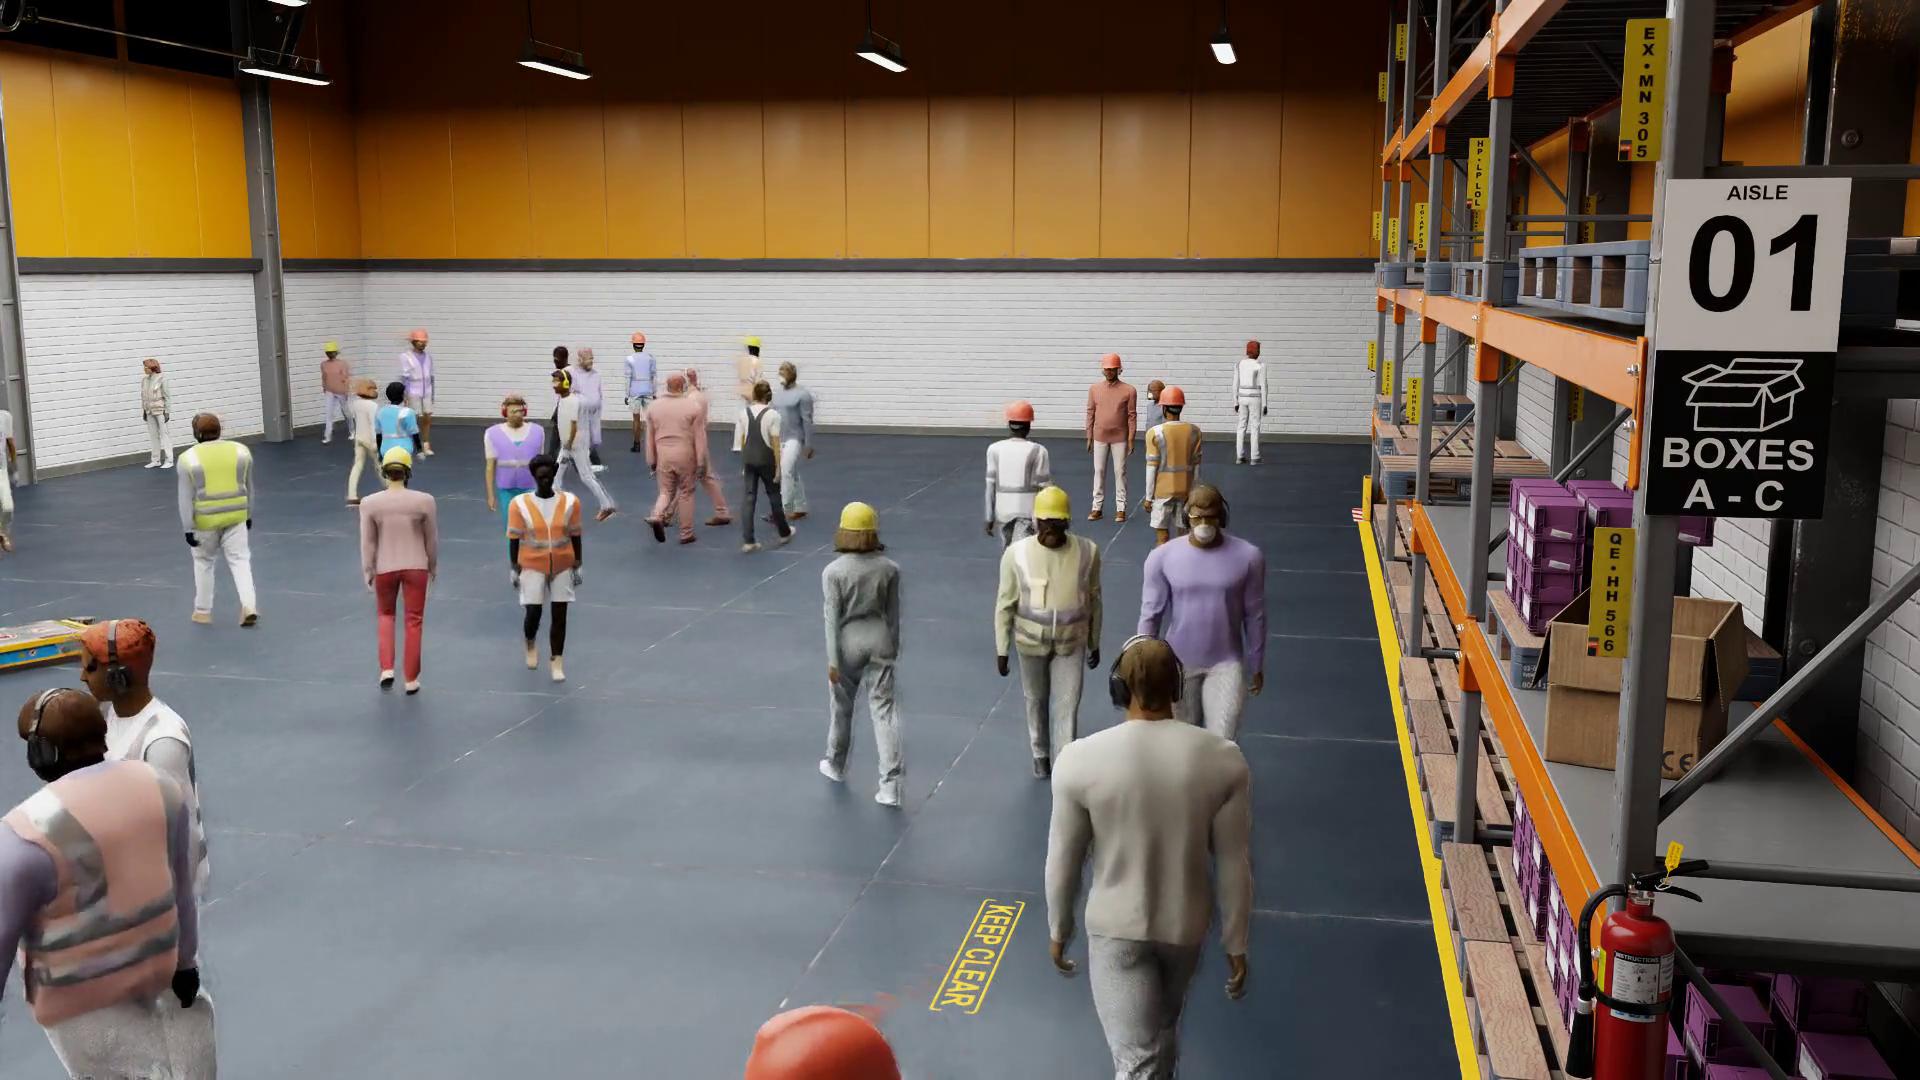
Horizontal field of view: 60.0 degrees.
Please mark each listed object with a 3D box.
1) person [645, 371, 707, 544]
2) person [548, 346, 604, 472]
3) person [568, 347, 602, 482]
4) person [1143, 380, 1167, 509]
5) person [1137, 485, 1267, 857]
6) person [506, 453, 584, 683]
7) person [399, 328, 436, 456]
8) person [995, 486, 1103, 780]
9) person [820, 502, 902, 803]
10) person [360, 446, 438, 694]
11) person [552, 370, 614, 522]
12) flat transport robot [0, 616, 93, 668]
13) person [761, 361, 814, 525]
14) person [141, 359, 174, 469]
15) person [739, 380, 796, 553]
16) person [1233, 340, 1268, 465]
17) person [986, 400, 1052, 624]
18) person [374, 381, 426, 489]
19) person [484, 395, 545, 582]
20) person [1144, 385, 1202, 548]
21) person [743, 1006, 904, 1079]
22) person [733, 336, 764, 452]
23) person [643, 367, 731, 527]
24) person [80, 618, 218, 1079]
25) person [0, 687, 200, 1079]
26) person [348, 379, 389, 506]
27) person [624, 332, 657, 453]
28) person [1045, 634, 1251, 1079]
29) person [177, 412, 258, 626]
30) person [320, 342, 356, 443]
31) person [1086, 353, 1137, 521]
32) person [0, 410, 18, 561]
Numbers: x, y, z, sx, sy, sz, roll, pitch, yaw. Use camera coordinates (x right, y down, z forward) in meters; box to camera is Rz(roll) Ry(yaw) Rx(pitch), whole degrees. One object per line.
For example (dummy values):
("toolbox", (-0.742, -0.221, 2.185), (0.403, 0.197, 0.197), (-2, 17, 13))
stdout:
("person", (-3.079, -0.864, 17.906), (0.656, 1.885, 0.622), (2, 10, 14))
("person", (-5.682, -1.884, 24.152), (0.994, 1.860, 0.576), (-4, 10, -22))
("person", (-5.298, -1.764, 23.332), (0.657, 1.882, 0.643), (7, 12, 37))
("person", (2.439, -1.157, 20.451), (0.300, 1.625, 0.497), (-5, 11, -26))
("person", (1.237, 0.678, 8.552), (0.663, 1.894, 0.966), (2, 10, 9))
("person", (-3.015, 0.192, 12.110), (0.544, 1.681, 0.407), (-4, 10, -25))
("person", (-8.587, -2.333, 26.309), (0.583, 2.028, 0.633), (9, 13, 42))
("person", (0.509, 0.580, 9.501), (0.619, 1.778, 0.943), (0, 9, 1))
("person", (-0.556, 0.628, 9.494), (0.495, 1.695, 0.930), (-4, 10, -24))
("person", (-3.977, 0.207, 11.850), (0.511, 1.744, 0.548), (-2, 10, -12))
("person", (-4.498, -1.081, 19.424), (0.962, 1.826, 0.522), (-9, 13, -42))
("flat transport robot", (-7.200, 0.816, 12.618), (0.652, 0.197, 1.431), (7, 12, 37))
("person", (-2.066, -1.130, 19.462), (0.645, 1.912, 0.790), (8, 13, 41))
("person", (-11.935, -1.873, 24.712), (0.516, 1.636, 0.314), (4, 10, 23))
("person", (-2.077, -0.798, 17.742), (0.530, 1.798, 0.931), (3, 10, 20))
("person", (4.407, -2.078, 25.201), (0.584, 1.883, 0.337), (9, 13, 43))
("person", (0.502, -0.244, 14.180), (0.558, 1.886, 1.020), (4, 10, 23))
("person", (-6.498, -1.004, 19.344), (0.539, 1.677, 0.502), (4, 10, 23))
("person", (-4.132, -0.444, 15.536), (0.577, 1.814, 0.722), (-4, 10, -22))
("person", (1.932, -0.444, 15.192), (0.545, 1.941, 0.350), (-3, 10, -18))
("person", (-0.089, 1.660, 2.718), (0.631, 1.879, 0.980), (8, 12, 41))
("person", (-3.341, -2.369, 26.977), (0.610, 1.870, 0.978), (8, 12, 40))
("person", (-3.130, -1.067, 19.213), (1.012, 1.852, 0.669), (0, 9, 1))
("person", (-2.721, 1.179, 5.586), (0.362, 1.883, 0.575), (-8, 12, -40))
("person", (-2.602, 1.328, 4.984), (0.936, 1.793, 0.635), (2, 10, 13))
("person", (-7.421, -1.238, 21.009), (0.519, 1.580, 0.842), (7, 12, 36))
("person", (-5.159, -2.378, 26.844), (0.543, 1.939, 0.362), (-5, 10, -26))
("person", (0.592, 1.235, 5.284), (0.633, 1.884, 1.032), (-1, 10, -9))
("person", (-6.206, -0.168, 13.913), (0.631, 1.828, 0.720), (-8, 12, -40))
("person", (-10.674, -2.548, 28.538), (0.536, 1.722, 0.919), (1, 9, 5))
("person", (1.780, -1.213, 19.659), (0.612, 1.995, 0.382), (3, 10, 17))
("person", (-9.952, -0.714, 17.052), (0.501, 1.862, 0.437), (-7, 12, -35))
